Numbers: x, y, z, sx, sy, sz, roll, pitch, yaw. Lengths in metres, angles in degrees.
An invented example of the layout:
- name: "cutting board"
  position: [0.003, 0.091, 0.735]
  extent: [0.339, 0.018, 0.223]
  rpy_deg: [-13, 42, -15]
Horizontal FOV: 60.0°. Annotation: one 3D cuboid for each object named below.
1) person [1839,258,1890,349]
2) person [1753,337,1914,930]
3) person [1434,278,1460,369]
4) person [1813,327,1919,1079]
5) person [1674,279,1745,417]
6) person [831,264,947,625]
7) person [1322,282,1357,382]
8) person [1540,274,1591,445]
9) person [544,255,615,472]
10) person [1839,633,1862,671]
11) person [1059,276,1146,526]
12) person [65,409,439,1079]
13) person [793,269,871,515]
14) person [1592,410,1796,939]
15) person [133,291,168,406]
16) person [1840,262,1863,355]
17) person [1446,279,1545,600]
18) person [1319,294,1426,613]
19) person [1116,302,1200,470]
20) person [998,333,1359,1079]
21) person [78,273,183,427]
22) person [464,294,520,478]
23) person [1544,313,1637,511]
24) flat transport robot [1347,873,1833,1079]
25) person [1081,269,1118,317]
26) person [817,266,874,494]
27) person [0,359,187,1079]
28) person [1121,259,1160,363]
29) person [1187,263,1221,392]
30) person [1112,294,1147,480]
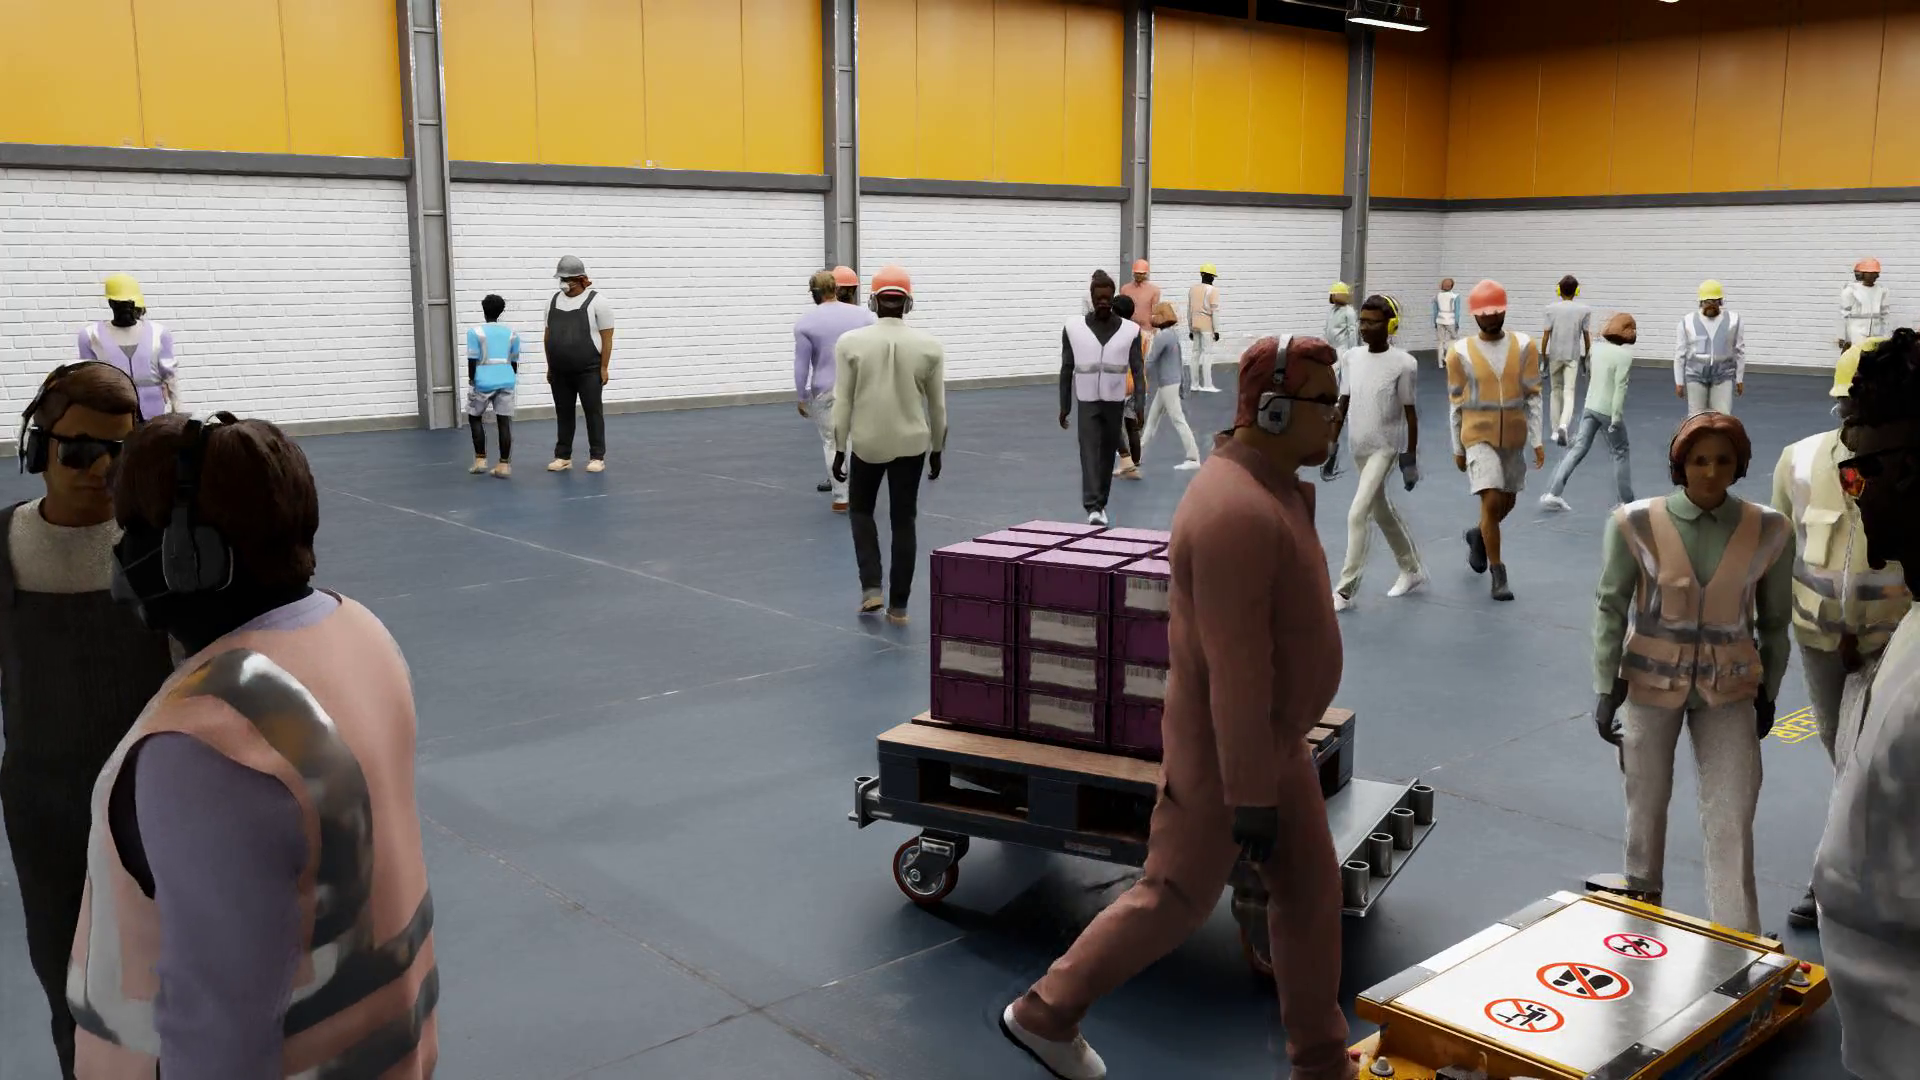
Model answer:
- name: "person"
  position: [12.379, -2.866, 22.837]
  extent: [0.614, 2.010, 1.009]
  rpy_deg: [0, 10, -2]
- name: "person"
  position: [2.851, 0.249, 5.240]
  extent: [0.916, 1.791, 0.602]
  rpy_deg: [-9, 13, -43]
- name: "person"
  position: [8.731, -3.875, 29.799]
  extent: [0.526, 1.625, 0.372]
  rpy_deg: [9, 13, 43]
- name: "person"
  position: [1.323, 0.694, 2.195]
  extent: [0.409, 1.944, 0.762]
  rpy_deg: [5, 11, 25]
- name: "person"
  position: [6.951, -1.510, 15.450]
  extent: [0.609, 1.811, 0.424]
  rpy_deg: [4, 10, 20]
- name: "person"
  position: [-0.394, -0.524, 9.189]
  extent: [0.657, 1.975, 0.511]
  rpy_deg: [-2, 10, -10]
- name: "person"
  position: [4.861, -2.432, 21.176]
  extent: [0.895, 1.702, 0.485]
  rpy_deg: [-4, 10, -21]
- name: "person"
  position: [6.549, -1.951, 17.993]
  extent: [0.515, 1.839, 0.892]
  rpy_deg: [3, 10, 19]
- name: "person"
  position: [-3.609, -1.649, 15.596]
  extent: [0.684, 2.000, 0.536]
  rpy_deg: [2, 10, 14]
- name: "person"
  position: [2.990, 0.244, 5.021]
  extent: [0.595, 1.871, 0.382]
  rpy_deg: [8, 13, 39]
- name: "person"
  position: [1.061, -0.997, 12.266]
  extent: [0.621, 1.864, 0.982]
  rpy_deg: [0, 10, -2]
- name: "person"
  position: [-0.906, 0.743, 2.178]
  extent: [0.429, 1.841, 0.631]
  rpy_deg: [-1, 10, -7]
- name: "person"
  position: [-0.988, -1.146, 13.009]
  extent: [0.666, 1.917, 0.430]
  rpy_deg: [-4, 11, -24]
- name: "person"
  position: [2.003, 0.457, 4.558]
  extent: [0.525, 1.601, 0.834]
  rpy_deg: [3, 10, 16]
- name: "person"
  position: [-7.184, -1.325, 14.519]
  extent: [0.537, 1.753, 0.557]
  rpy_deg: [-5, 11, -27]
- name: "person"
  position: [14.591, -3.550, 27.044]
  extent: [0.370, 1.932, 0.543]
  rpy_deg: [-7, 12, -34]
- name: "person"
  position: [3.200, -0.632, 10.074]
  extent: [0.569, 1.896, 0.883]
  rpy_deg: [0, 10, 2]
- name: "person"
  position: [2.425, -0.512, 9.617]
  extent: [1.005, 1.821, 0.506]
  rpy_deg: [-6, 11, -32]
- name: "person"
  position: [1.925, -1.465, 15.856]
  extent: [0.879, 1.581, 0.509]
  rpy_deg: [4, 10, 20]
- name: "person"
  position: [0.570, 0.453, 3.854]
  extent: [0.938, 1.865, 0.668]
  rpy_deg: [4, 10, 22]
- name: "person"
  position: [-5.638, -0.858, 11.378]
  extent: [0.602, 1.904, 0.685]
  rpy_deg: [-6, 12, -33]
- name: "person"
  position: [-4.299, -1.411, 15.255]
  extent: [0.558, 1.670, 0.565]
  rpy_deg: [-9, 13, -43]
- name: "person"
  position: [5.063, -1.003, 13.154]
  extent: [0.853, 1.584, 0.497]
  rpy_deg: [-3, 10, -17]
- name: "flat transport robot"
  position: [1.604, 1.178, 4.214]
  extent: [1.431, 0.197, 0.652]
  rpy_deg: [-9, 13, -42]
- name: "person"
  position: [1.838, -2.635, 21.918]
  extent: [0.550, 1.848, 0.453]
  rpy_deg: [-2, 10, -10]
- name: "person"
  position: [-0.981, -1.357, 14.183]
  extent: [0.544, 1.939, 0.354]
  rpy_deg: [9, 13, 43]
- name: "person"
  position: [-1.711, 0.563, 3.264]
  extent: [0.573, 1.828, 0.419]
  rpy_deg: [-2, 10, -14]
- name: "person"
  position: [2.596, -3.076, 24.140]
  extent: [0.614, 1.972, 0.455]
  rpy_deg: [3, 10, 15]
- name: "person"
  position: [3.644, -3.156, 24.782]
  extent: [0.392, 1.916, 0.587]
  rpy_deg: [-7, 12, -36]
- name: "person"
  position: [1.480, -1.363, 14.963]
  extent: [0.366, 1.678, 0.562]
  rpy_deg: [8, 13, 41]
